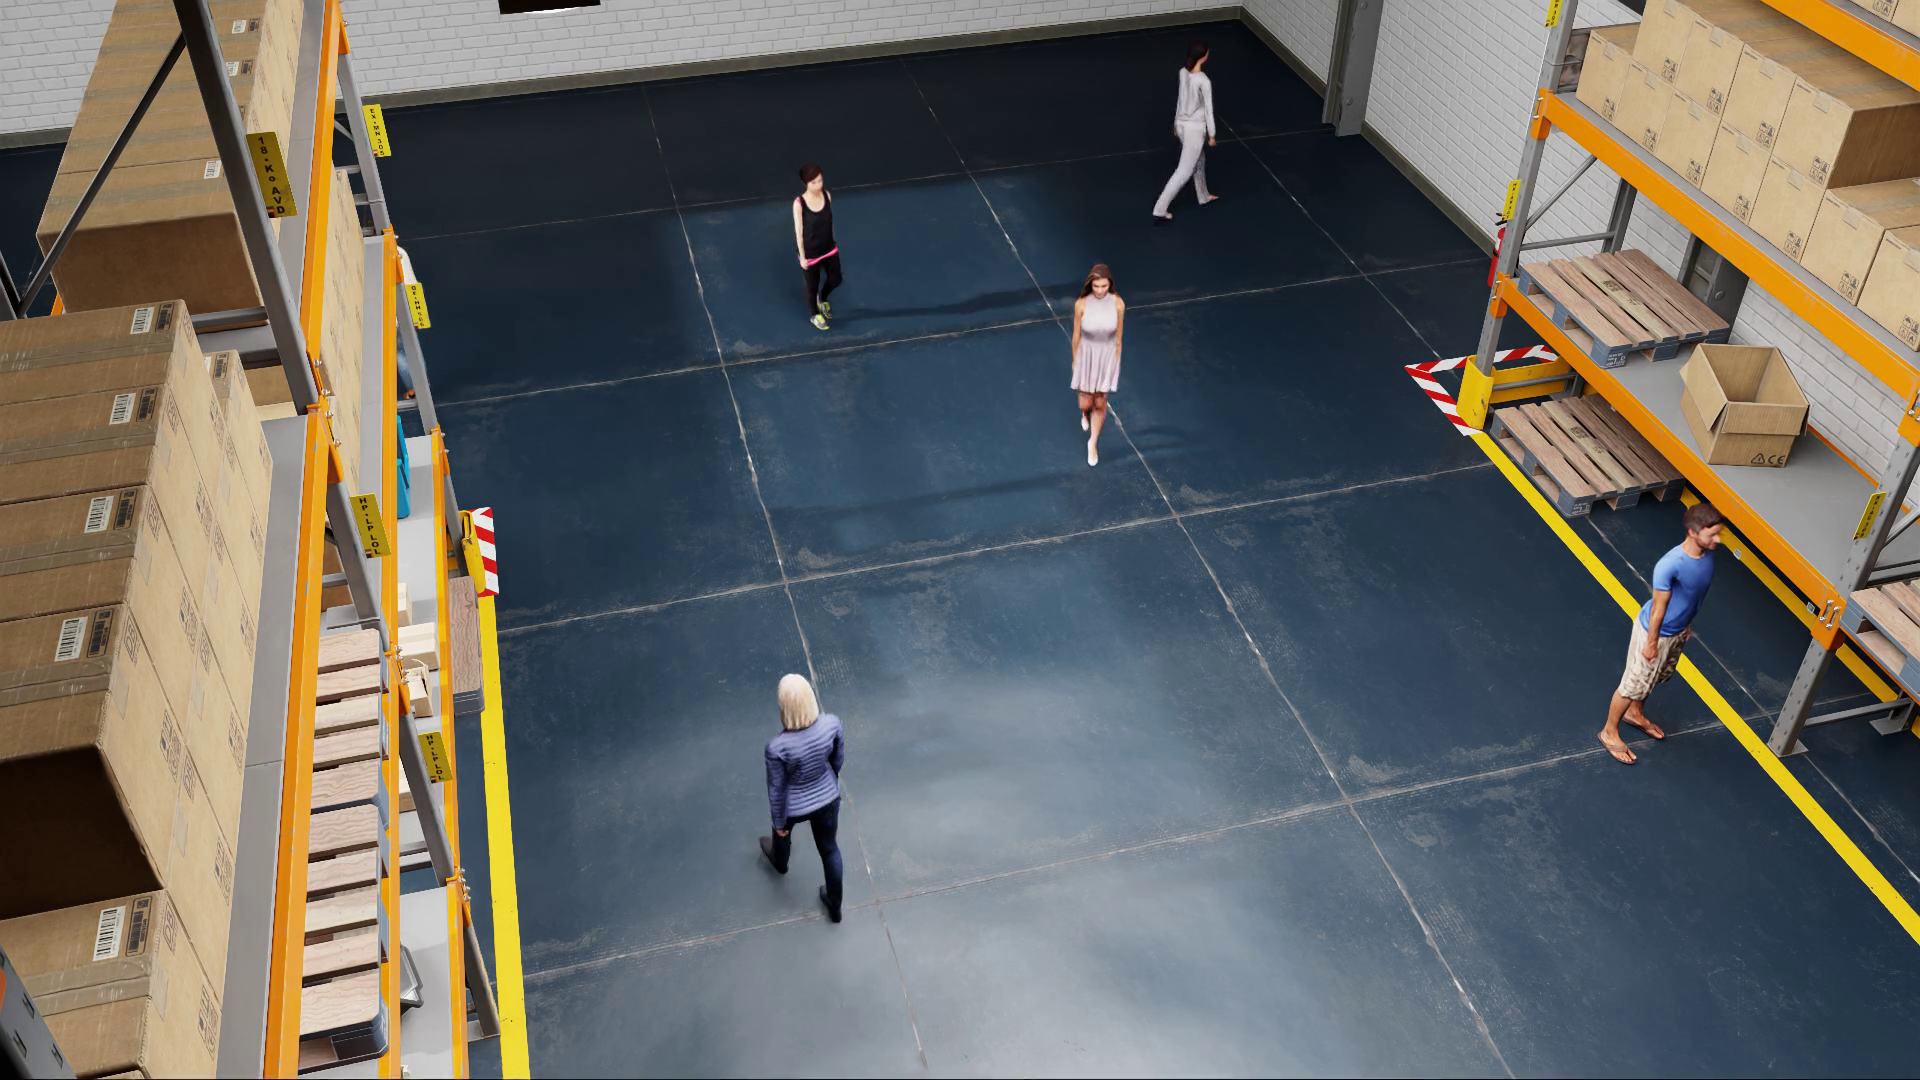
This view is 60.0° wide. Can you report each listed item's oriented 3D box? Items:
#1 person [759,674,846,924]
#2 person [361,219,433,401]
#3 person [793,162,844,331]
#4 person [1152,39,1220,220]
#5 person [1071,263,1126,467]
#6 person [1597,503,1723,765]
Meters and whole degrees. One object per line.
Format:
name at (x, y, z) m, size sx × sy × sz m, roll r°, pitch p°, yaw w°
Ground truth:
person at (-0.798, 1.475, 9.158) m, size 0.805 × 1.719 × 1.029 m, roll -18°, pitch 42°, yaw -21°
person at (-4.457, -1.771, 13.258) m, size 0.779 × 1.676 × 0.748 m, roll 31°, pitch 48°, yaw 33°
person at (-1.276, -2.552, 14.344) m, size 0.628 × 1.540 × 0.676 m, roll -24°, pitch 44°, yaw -27°
person at (2.146, -3.859, 15.826) m, size 0.841 × 1.732 × 1.079 m, roll -18°, pitch 42°, yaw -21°
person at (1.049, -1.394, 12.721) m, size 0.671 × 1.755 × 0.850 m, roll 2°, pitch 39°, yaw 2°
person at (4.322, 0.530, 10.225) m, size 0.727 × 1.864 × 0.709 m, roll -26°, pitch 45°, yaw -29°
